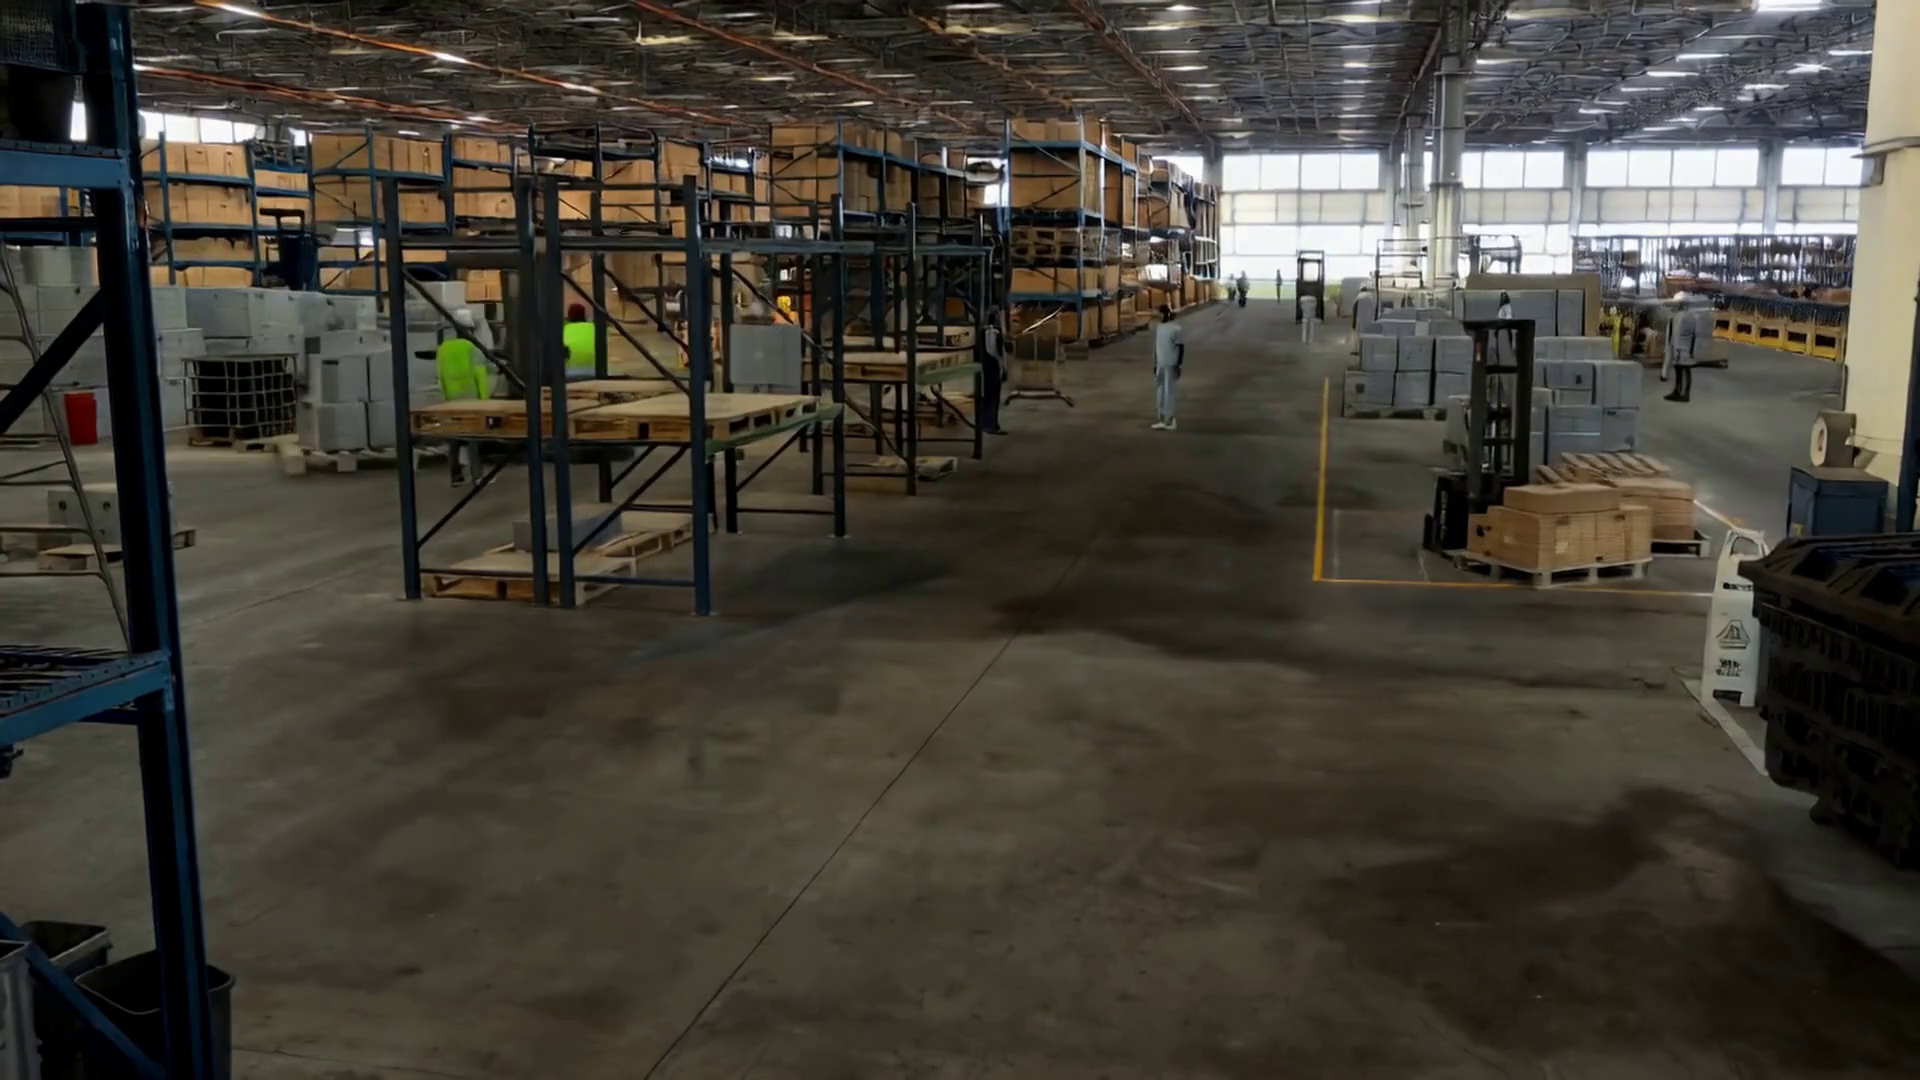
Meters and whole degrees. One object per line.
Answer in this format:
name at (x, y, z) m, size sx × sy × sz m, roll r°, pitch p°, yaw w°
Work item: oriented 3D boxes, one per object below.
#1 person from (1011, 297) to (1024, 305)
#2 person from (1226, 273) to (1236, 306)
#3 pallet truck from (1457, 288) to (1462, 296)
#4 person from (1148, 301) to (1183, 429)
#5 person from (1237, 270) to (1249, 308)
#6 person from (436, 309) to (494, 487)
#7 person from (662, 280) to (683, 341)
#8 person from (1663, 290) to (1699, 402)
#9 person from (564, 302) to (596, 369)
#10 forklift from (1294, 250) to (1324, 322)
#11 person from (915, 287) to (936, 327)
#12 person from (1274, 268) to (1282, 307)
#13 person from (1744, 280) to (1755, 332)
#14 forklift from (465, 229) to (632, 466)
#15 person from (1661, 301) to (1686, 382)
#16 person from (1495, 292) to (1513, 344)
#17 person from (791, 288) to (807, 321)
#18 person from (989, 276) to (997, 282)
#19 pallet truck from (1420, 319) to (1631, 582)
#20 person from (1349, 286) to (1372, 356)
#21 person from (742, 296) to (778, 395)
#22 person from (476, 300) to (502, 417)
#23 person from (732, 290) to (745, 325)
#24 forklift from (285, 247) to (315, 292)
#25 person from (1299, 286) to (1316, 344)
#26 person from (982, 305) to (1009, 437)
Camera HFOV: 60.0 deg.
person at (1.978, -8.168, 57.635) m, size 0.429 × 1.846 × 0.633 m, roll 7°, pitch 12°, yaw 36°
person at (14.410, -13.324, 88.408) m, size 0.533 × 1.765 × 0.325 m, roll 2°, pitch 10°, yaw 14°
pallet truck at (20.506, -9.785, 68.819) m, size 0.653 × 1.274 × 1.630 m, roll 2°, pitch 10°, yaw 12°
person at (3.027, -2.551, 24.318) m, size 0.332 × 1.866 × 0.514 m, roll -8°, pitch 13°, yaw -41°
person at (14.429, -12.809, 84.869) m, size 0.573 × 1.921 × 0.512 m, roll 3°, pitch 10°, yaw 15°
person at (-5.404, -1.539, 18.129) m, size 0.585 × 1.930 × 0.358 m, roll 3°, pitch 10°, yaw 17°
person at (-8.098, -6.378, 46.870) m, size 0.612 × 1.899 × 0.465 m, roll 2°, pitch 10°, yaw 13°
person at (12.573, -3.370, 28.946) m, size 0.378 × 1.938 × 0.547 m, roll -2°, pitch 10°, yaw -14°
person at (-4.979, -2.165, 21.900) m, size 0.631 × 1.916 × 0.867 m, roll -5°, pitch 11°, yaw -29°
forklift at (13.778, -10.002, 65.433) m, size 1.129 × 2.768 × 1.873 m, roll 2°, pitch 10°, yaw 12°
person at (-0.636, -4.115, 33.415) m, size 0.634 × 1.908 × 0.995 m, roll 9°, pitch 13°, yaw 44°
person at (16.660, -13.224, 87.130) m, size 0.395 × 1.992 × 0.622 m, roll 1°, pitch 10°, yaw 6°
person at (26.866, -7.974, 56.734) m, size 0.367 × 1.751 × 0.553 m, roll -3°, pitch 10°, yaw -15°
forklift at (-5.068, -2.371, 20.249) m, size 1.873 × 2.768 × 1.129 m, roll -5°, pitch 11°, yaw -26°
person at (14.466, -4.052, 33.584) m, size 0.527 × 1.740 × 0.811 m, roll 9°, pitch 13°, yaw 44°
person at (13.025, -5.057, 39.675) m, size 0.540 × 1.686 × 0.423 m, roll -9°, pitch 13°, yaw -43°
person at (-5.215, -7.398, 53.852) m, size 0.510 × 1.591 × 0.860 m, roll 4°, pitch 10°, yaw 20°
person at (1.591, -11.492, 77.043) m, size 0.372 × 1.940 × 0.630 m, roll -6°, pitch 11°, yaw -30°
pallet truck at (4.543, -0.757, 13.299) m, size 0.823 × 1.965 × 1.885 m, roll -4°, pitch 10°, yaw -22°
person at (10.322, -5.586, 42.503) m, size 0.589 × 1.799 × 0.802 m, roll -5°, pitch 11°, yaw -28°
person at (-3.191, -2.985, 26.765) m, size 0.629 × 1.905 × 0.453 m, roll 2°, pitch 10°, yaw 10°
person at (-6.999, -2.651, 24.877) m, size 0.412 × 1.872 × 0.602 m, roll 1°, pitch 10°, yaw 6°
person at (-4.430, -4.061, 33.249) m, size 0.310 × 1.868 × 0.533 m, roll -3°, pitch 10°, yaw -18°
forklift at (-19.723, -7.383, 49.925) m, size 1.873 × 2.768 × 1.129 m, roll 3°, pitch 10°, yaw 15°
person at (10.153, -6.560, 48.574) m, size 0.532 × 1.689 × 0.319 m, roll -3°, pitch 10°, yaw -18°
person at (0.459, -2.356, 23.219) m, size 0.326 × 1.843 × 0.516 m, roll -5°, pitch 11°, yaw -26°
